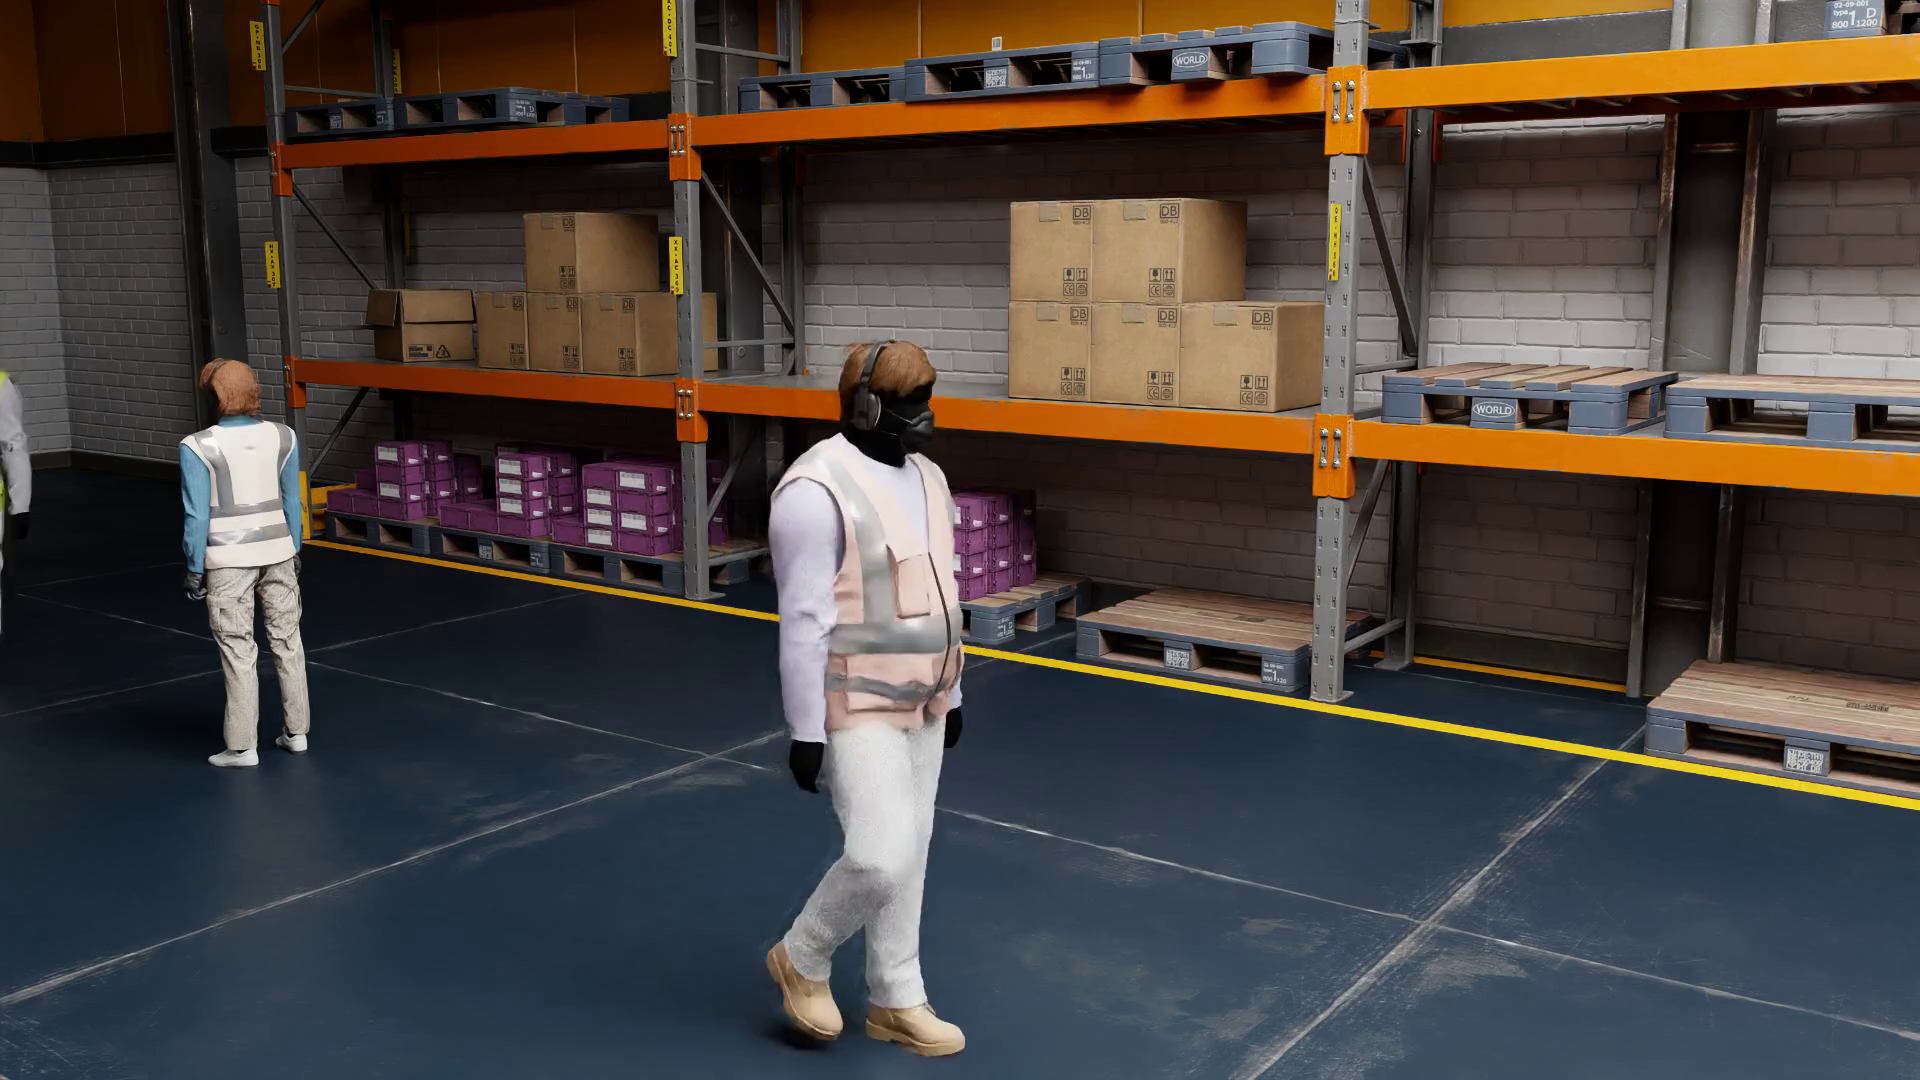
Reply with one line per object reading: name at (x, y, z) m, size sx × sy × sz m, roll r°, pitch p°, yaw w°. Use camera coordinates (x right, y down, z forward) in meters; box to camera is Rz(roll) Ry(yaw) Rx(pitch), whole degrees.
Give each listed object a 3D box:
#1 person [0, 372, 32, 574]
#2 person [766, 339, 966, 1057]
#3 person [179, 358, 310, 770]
person at (-4.556, -0.132, 7.501) m, size 0.660 × 1.806 × 0.874 m, roll -5°, pitch 11°, yaw -25°
person at (-0.202, 0.415, 4.187) m, size 0.433 × 1.831 × 0.652 m, roll 6°, pitch 11°, yaw 30°
person at (-2.850, 0.098, 6.644) m, size 0.310 × 1.642 × 0.514 m, roll 7°, pitch 12°, yaw 34°
